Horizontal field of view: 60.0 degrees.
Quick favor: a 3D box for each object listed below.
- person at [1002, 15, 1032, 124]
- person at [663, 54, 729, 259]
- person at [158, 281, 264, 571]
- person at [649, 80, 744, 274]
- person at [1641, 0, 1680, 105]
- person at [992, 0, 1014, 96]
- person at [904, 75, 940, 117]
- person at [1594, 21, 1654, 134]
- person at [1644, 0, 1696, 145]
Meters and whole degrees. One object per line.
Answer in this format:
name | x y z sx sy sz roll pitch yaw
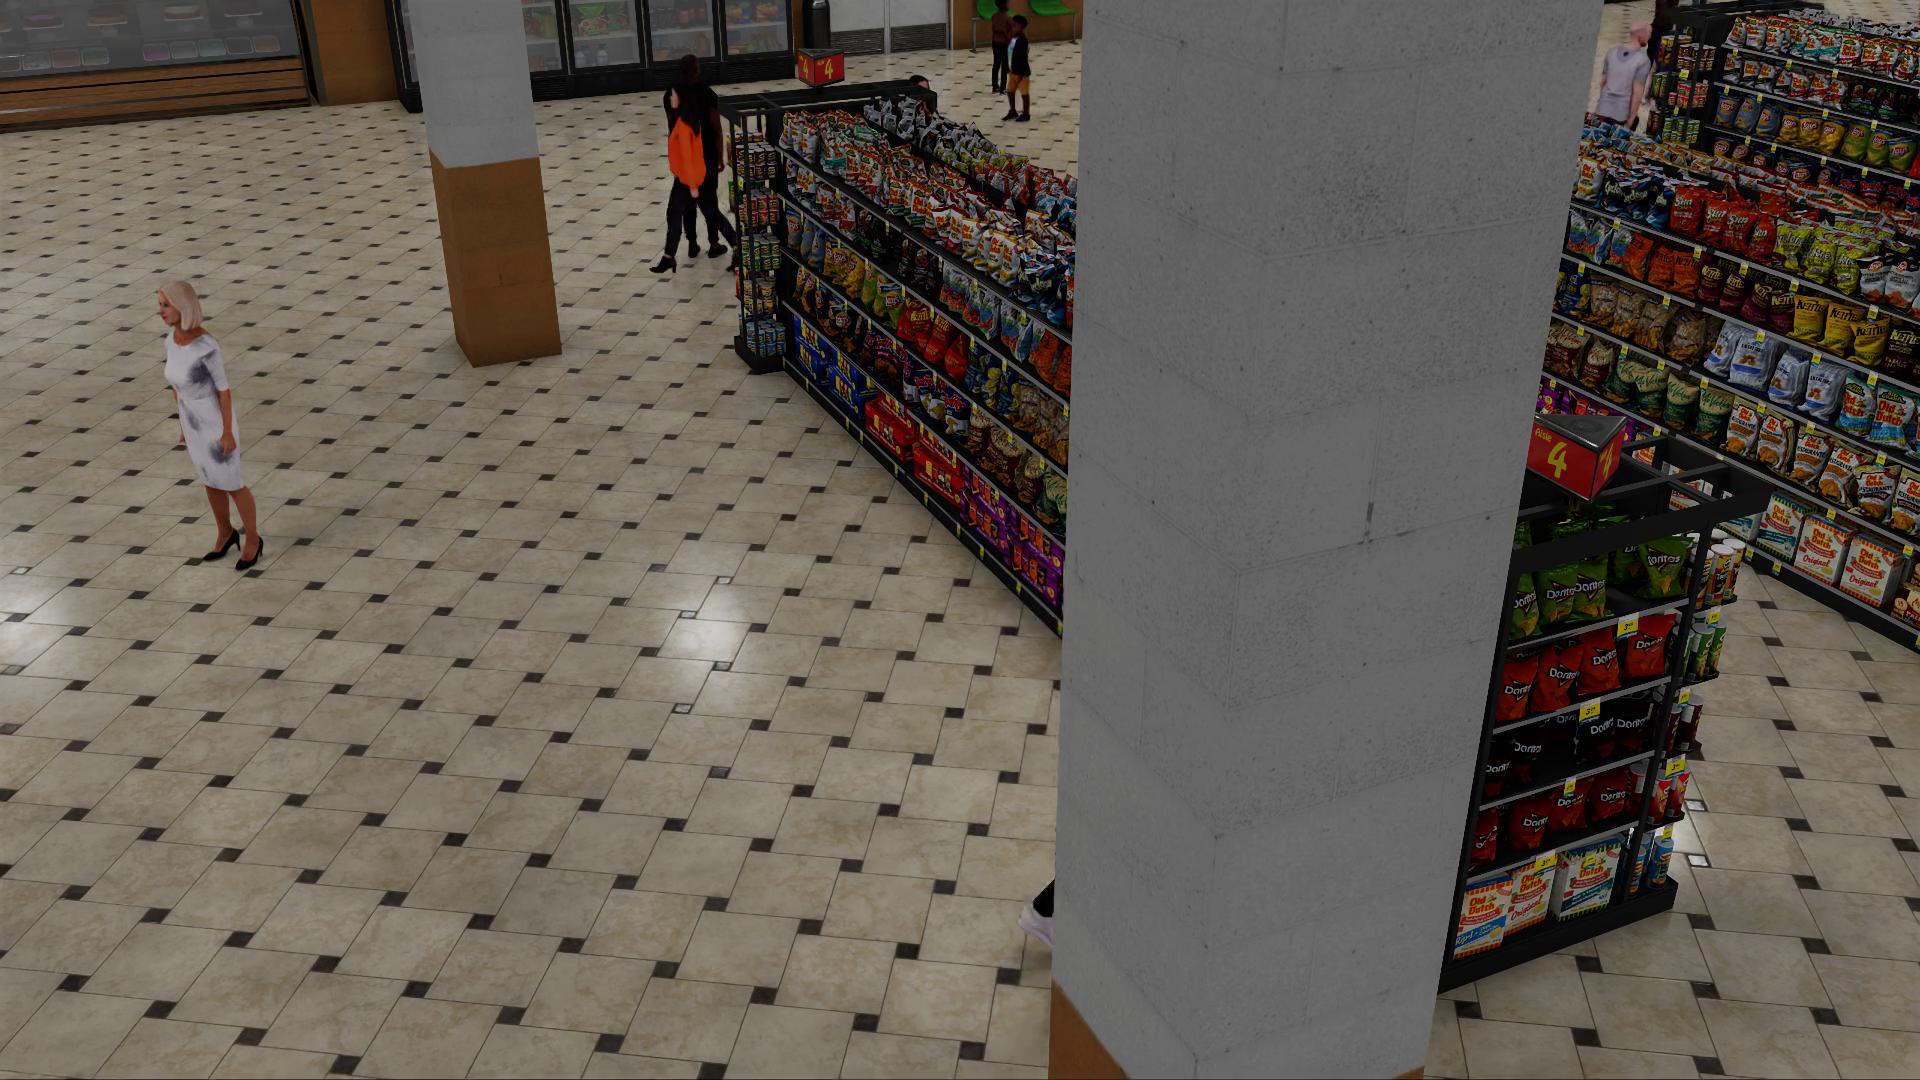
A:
person | 0.772 -5.674 20.035 0.604 1.260 0.525 -17 31 -30
person | -2.386 -3.473 15.075 0.751 1.820 0.765 4 27 8
person | -4.338 -0.662 9.609 0.622 1.750 0.705 13 30 24
person | -2.239 -3.110 14.488 1.069 1.704 1.156 3 27 5
person | 8.670 -6.312 20.823 0.879 1.684 0.806 18 32 31
person | 0.534 -6.401 21.476 0.511 1.253 0.632 23 35 38
person | -0.381 -3.189 14.584 0.740 1.757 0.749 22 34 37
person | 6.487 -4.226 16.595 1.227 1.789 1.035 22 34 37
person | 7.258 -4.560 17.183 0.730 1.853 0.608 -12 29 -22
